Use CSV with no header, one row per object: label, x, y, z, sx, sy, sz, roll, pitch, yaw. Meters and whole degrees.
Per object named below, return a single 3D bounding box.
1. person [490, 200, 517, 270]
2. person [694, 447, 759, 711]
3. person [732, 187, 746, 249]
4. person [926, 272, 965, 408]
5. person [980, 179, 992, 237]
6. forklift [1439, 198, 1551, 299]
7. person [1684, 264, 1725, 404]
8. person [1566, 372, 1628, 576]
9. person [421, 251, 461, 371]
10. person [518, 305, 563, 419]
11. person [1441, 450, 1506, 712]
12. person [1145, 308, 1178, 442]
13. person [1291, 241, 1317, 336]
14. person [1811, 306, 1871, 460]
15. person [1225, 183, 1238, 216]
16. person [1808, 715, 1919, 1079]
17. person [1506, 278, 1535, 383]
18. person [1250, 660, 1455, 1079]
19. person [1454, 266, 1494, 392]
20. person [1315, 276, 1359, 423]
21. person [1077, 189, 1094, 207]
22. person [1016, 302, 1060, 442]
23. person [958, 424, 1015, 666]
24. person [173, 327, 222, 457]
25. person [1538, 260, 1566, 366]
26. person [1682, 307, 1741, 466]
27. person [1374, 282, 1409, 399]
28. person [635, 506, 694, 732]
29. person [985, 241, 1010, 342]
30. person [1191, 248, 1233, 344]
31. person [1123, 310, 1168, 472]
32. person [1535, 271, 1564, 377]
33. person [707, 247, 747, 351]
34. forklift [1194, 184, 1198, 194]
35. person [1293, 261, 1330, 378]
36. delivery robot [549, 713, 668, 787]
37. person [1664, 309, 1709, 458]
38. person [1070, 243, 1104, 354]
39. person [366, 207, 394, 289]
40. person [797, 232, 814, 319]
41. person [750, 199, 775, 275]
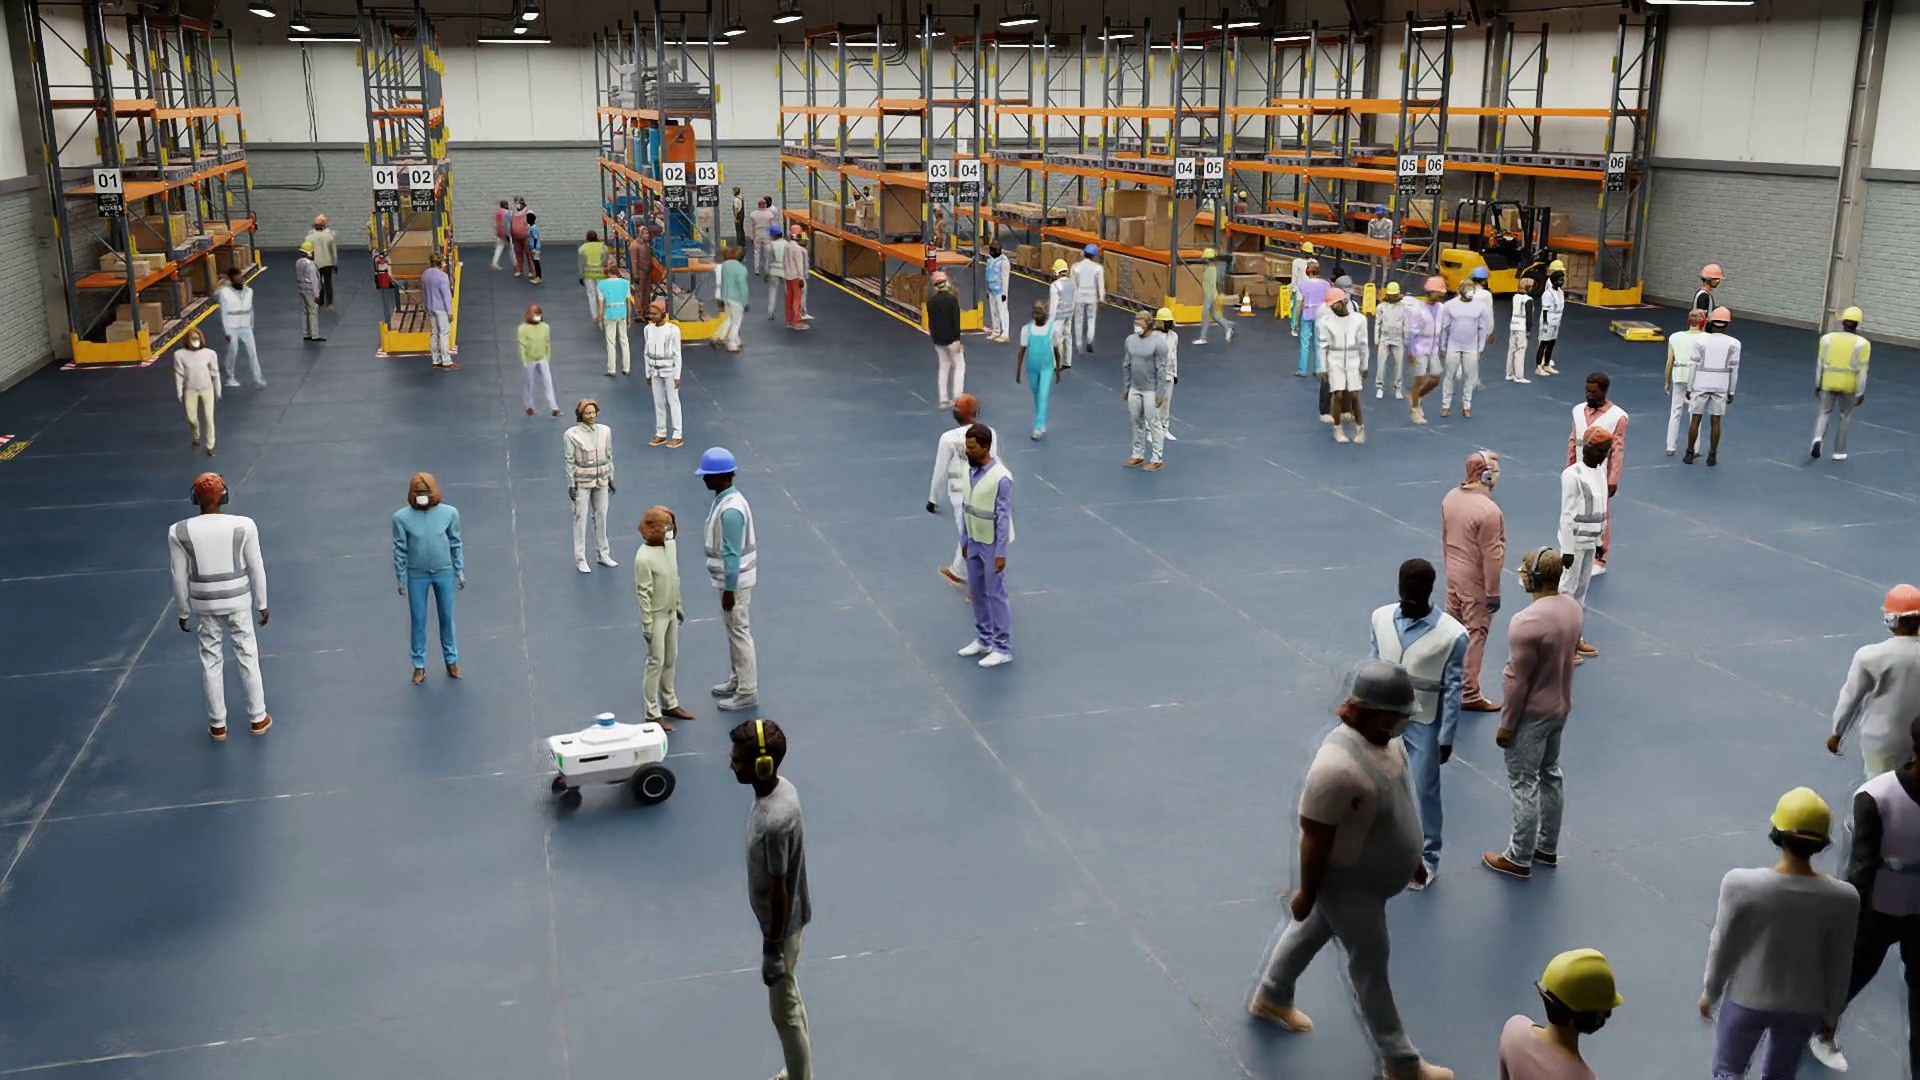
person,-11.892,-7.941,43.344,0.666,1.780,0.931,10,18,32
person,-1.691,0.273,12.121,0.421,1.938,0.604,-4,15,-14
person,-6.514,-9.457,48.919,0.348,1.839,0.504,4,15,15
person,-0.209,-2.883,23.989,0.694,1.931,0.469,11,18,35
person,0.901,-10.665,53.270,0.544,1.938,0.356,-1,15,-4
forklift,11.913,-6.508,37.130,2.313,2.155,1.214,-4,15,-15
person,10.811,-2.986,24.199,0.402,2.035,0.602,7,16,24
person,5.929,-0.627,15.562,0.409,1.908,0.597,-8,17,-27
person,-8.517,-3.748,27.236,0.635,1.938,0.359,11,18,36
person,-5.862,-2.461,23.071,0.513,1.586,0.867,-11,19,-36
person,3.744,0.291,12.092,0.410,1.912,0.643,-4,15,-15
person,2.627,-2.138,21.551,0.487,1.744,0.297,-9,17,-31
person,6.452,-4.706,31.174,0.522,1.767,0.316,-5,16,-17
person,10.755,-1.899,20.330,0.599,1.907,0.591,13,20,41
person,8.289,-9.915,50.594,0.328,1.862,0.521,-10,18,-34
person,4.088,1.608,7.234,0.611,1.869,1.021,-2,15,-7
person,8.786,-3.286,26.068,0.315,1.640,0.514,-3,15,-11
person,1.786,1.427,7.566,1.029,2.000,0.687,8,17,28
person,7.704,-3.162,25.073,0.804,1.927,0.613,-6,16,-22
person,5.215,-2.626,22.819,0.686,2.000,0.535,-8,17,-27
person,3.505,-9.034,47.242,0.823,1.878,0.693,-10,18,-33
person,1.021,-2.214,21.750,0.533,1.790,0.984,4,15,16
person,0.215,0.023,13.114,0.384,1.907,0.600,-10,18,-33
person,-9.429,-1.830,20.618,0.512,1.618,0.342,-7,16,-25
person,9.897,-3.803,27.817,0.324,1.742,0.492,5,16,18
person,9.106,-1.858,20.159,0.550,1.925,0.391,5,16,18
person,6.389,-2.957,24.664,0.490,1.730,0.324,3,15,10
person,-2.100,0.544,11.693,0.285,1.624,0.509,5,16,17
person,0.681,-4.550,30.468,0.432,1.834,0.625,-8,17,-28
person,4.606,-4.416,30.127,0.725,1.749,0.535,0,15,-1
person,2.202,-1.787,19.889,0.397,1.928,0.629,-13,19,-39
person,9.487,-3.478,26.700,0.537,1.692,0.319,-14,20,-42
person,-4.135,-4.253,29.384,0.849,1.817,0.570,-14,20,-42
forklift,7.392,-11.333,53.972,1.873,2.768,1.129,-4,15,-15
person,5.599,-3.510,26.511,0.567,1.850,0.389,-4,15,-14
delivery robot,-2.232,1.341,10.559,0.707,0.478,0.477,-6,16,-22
person,9.023,-1.932,20.588,0.571,1.839,0.373,9,17,30
person,2.177,-4.189,28.932,0.661,1.918,0.426,0,15,2
person,-13.553,-6.839,38.887,0.543,1.928,0.370,-1,15,-4
person,-3.200,-5.343,33.619,0.312,1.741,0.487,-12,19,-39
person,-4.968,-7.620,41.894,0.632,1.899,0.404,-1,15,-2
